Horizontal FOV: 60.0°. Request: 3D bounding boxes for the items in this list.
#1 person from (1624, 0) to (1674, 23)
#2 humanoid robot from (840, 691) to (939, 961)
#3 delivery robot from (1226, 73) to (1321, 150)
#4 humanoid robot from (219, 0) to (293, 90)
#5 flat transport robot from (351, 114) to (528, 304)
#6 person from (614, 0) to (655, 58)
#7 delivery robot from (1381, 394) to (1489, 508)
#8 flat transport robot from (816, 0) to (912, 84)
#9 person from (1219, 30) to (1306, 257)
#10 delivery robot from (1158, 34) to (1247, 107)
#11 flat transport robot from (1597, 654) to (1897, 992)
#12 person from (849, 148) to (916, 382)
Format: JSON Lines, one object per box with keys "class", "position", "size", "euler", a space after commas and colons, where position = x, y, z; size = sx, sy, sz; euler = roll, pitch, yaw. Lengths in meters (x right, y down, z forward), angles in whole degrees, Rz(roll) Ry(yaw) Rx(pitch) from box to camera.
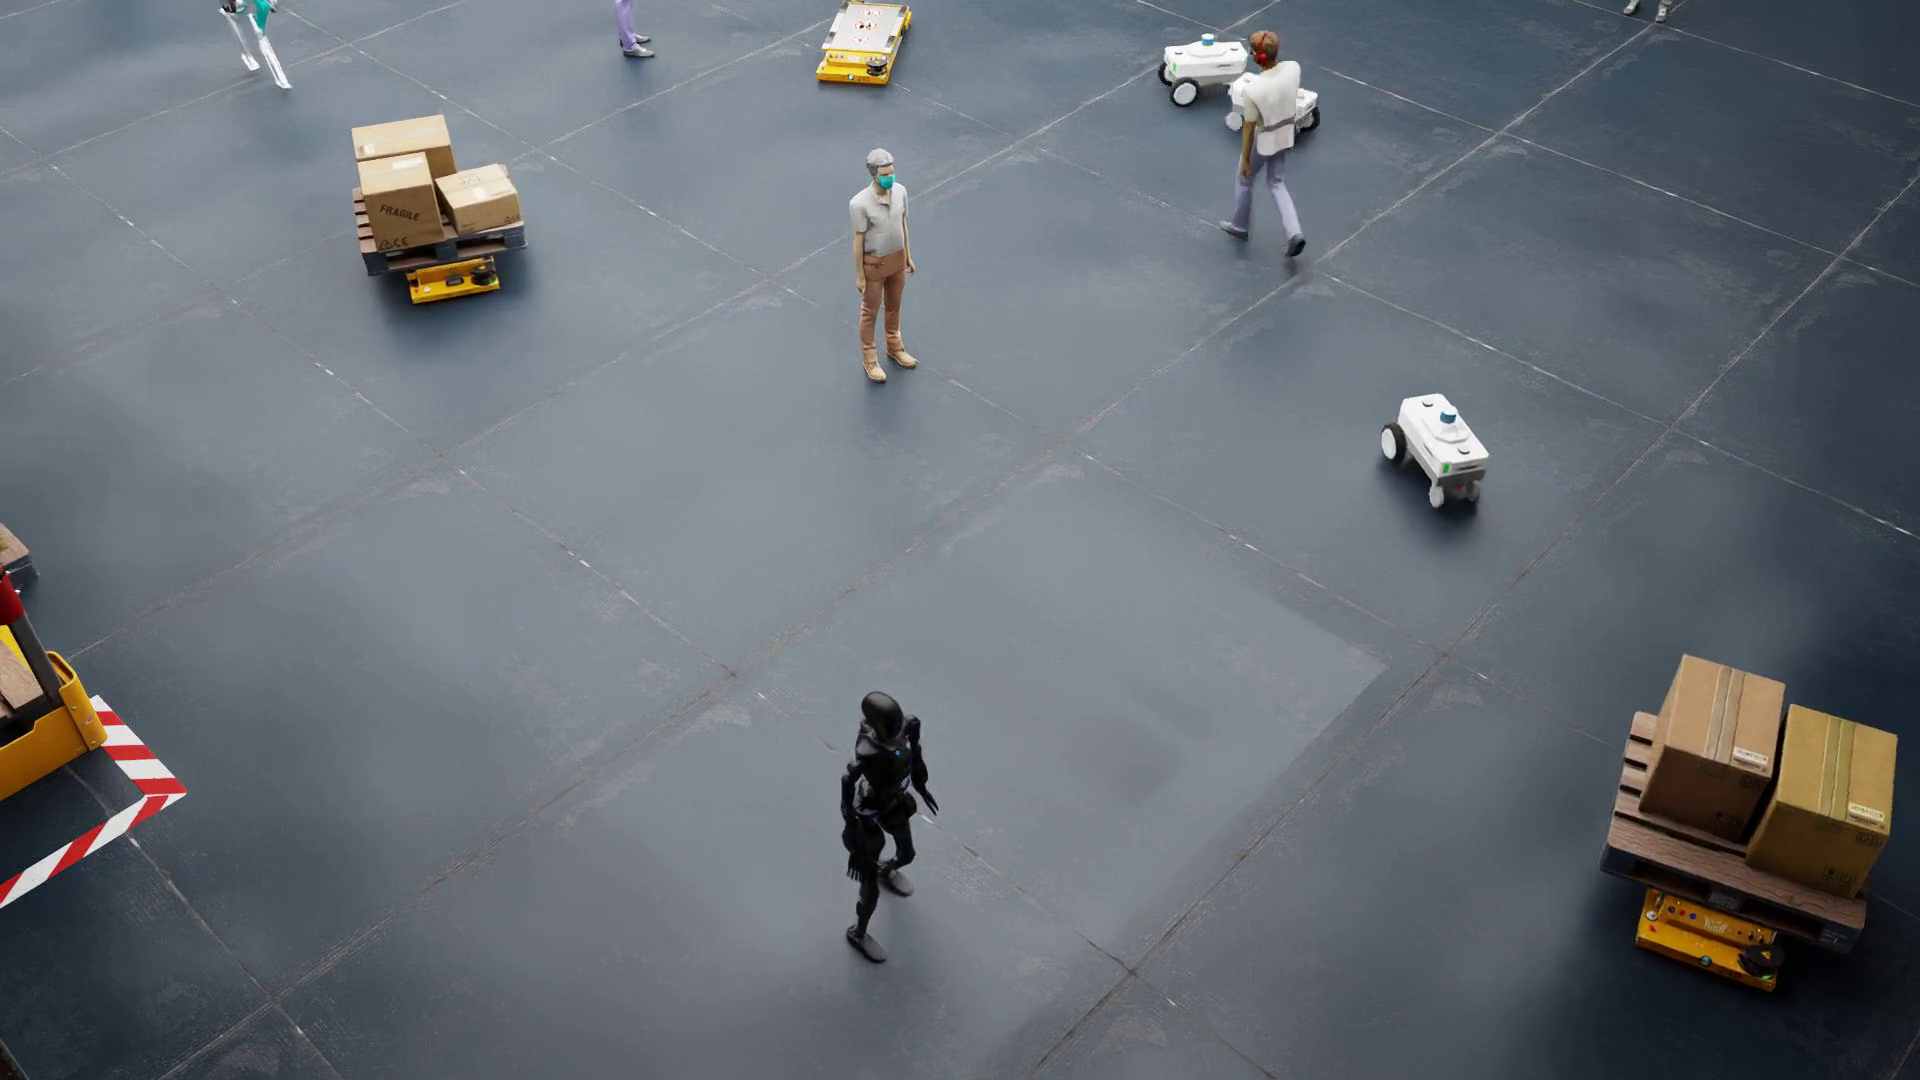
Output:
{"class": "person", "position": [6.810, -5.915, 15.933], "size": [0.572, 1.832, 0.385], "euler": [22, 46, 23]}
{"class": "humanoid robot", "position": [-0.389, 1.298, 8.038], "size": [0.404, 1.641, 0.603], "euler": [29, 49, 28]}
{"class": "delivery robot", "position": [2.738, -3.806, 14.520], "size": [0.745, 0.565, 0.499], "euler": [26, 48, 26]}
{"class": "humanoid robot", "position": [-6.466, -4.938, 14.948], "size": [0.542, 1.763, 1.028], "euler": [-31, 50, -30]}
{"class": "flat transport robot", "position": [-4.074, -2.360, 13.149], "size": [0.659, 0.231, 1.431], "euler": [-13, 44, -14]}
{"class": "person", "position": [-3.133, -5.390, 15.337], "size": [0.396, 1.846, 0.563], "euler": [-8, 43, -9]}
{"class": "delivery robot", "position": [3.176, -0.639, 11.021], "size": [0.499, 0.592, 0.774], "euler": [-10, 43, -11]}
{"class": "flat transport robot", "position": [-0.901, -4.750, 15.806], "size": [0.659, 0.231, 1.431], "euler": [6, 42, 6]}
{"class": "person", "position": [2.380, -3.001, 12.714], "size": [0.609, 1.804, 0.798], "euler": [-24, 47, -24]}
{"class": "delivery robot", "position": [2.204, -4.282, 15.071], "size": [0.789, 0.593, 0.499], "euler": [-6, 42, -7]}
{"class": "flat transport robot", "position": [3.996, 1.644, 8.699], "size": [0.659, 0.231, 1.431], "euler": [18, 45, 19]}
{"class": "person", "position": [-0.531, -1.917, 11.550], "size": [0.474, 1.750, 0.320], "euler": [-28, 49, -28]}
